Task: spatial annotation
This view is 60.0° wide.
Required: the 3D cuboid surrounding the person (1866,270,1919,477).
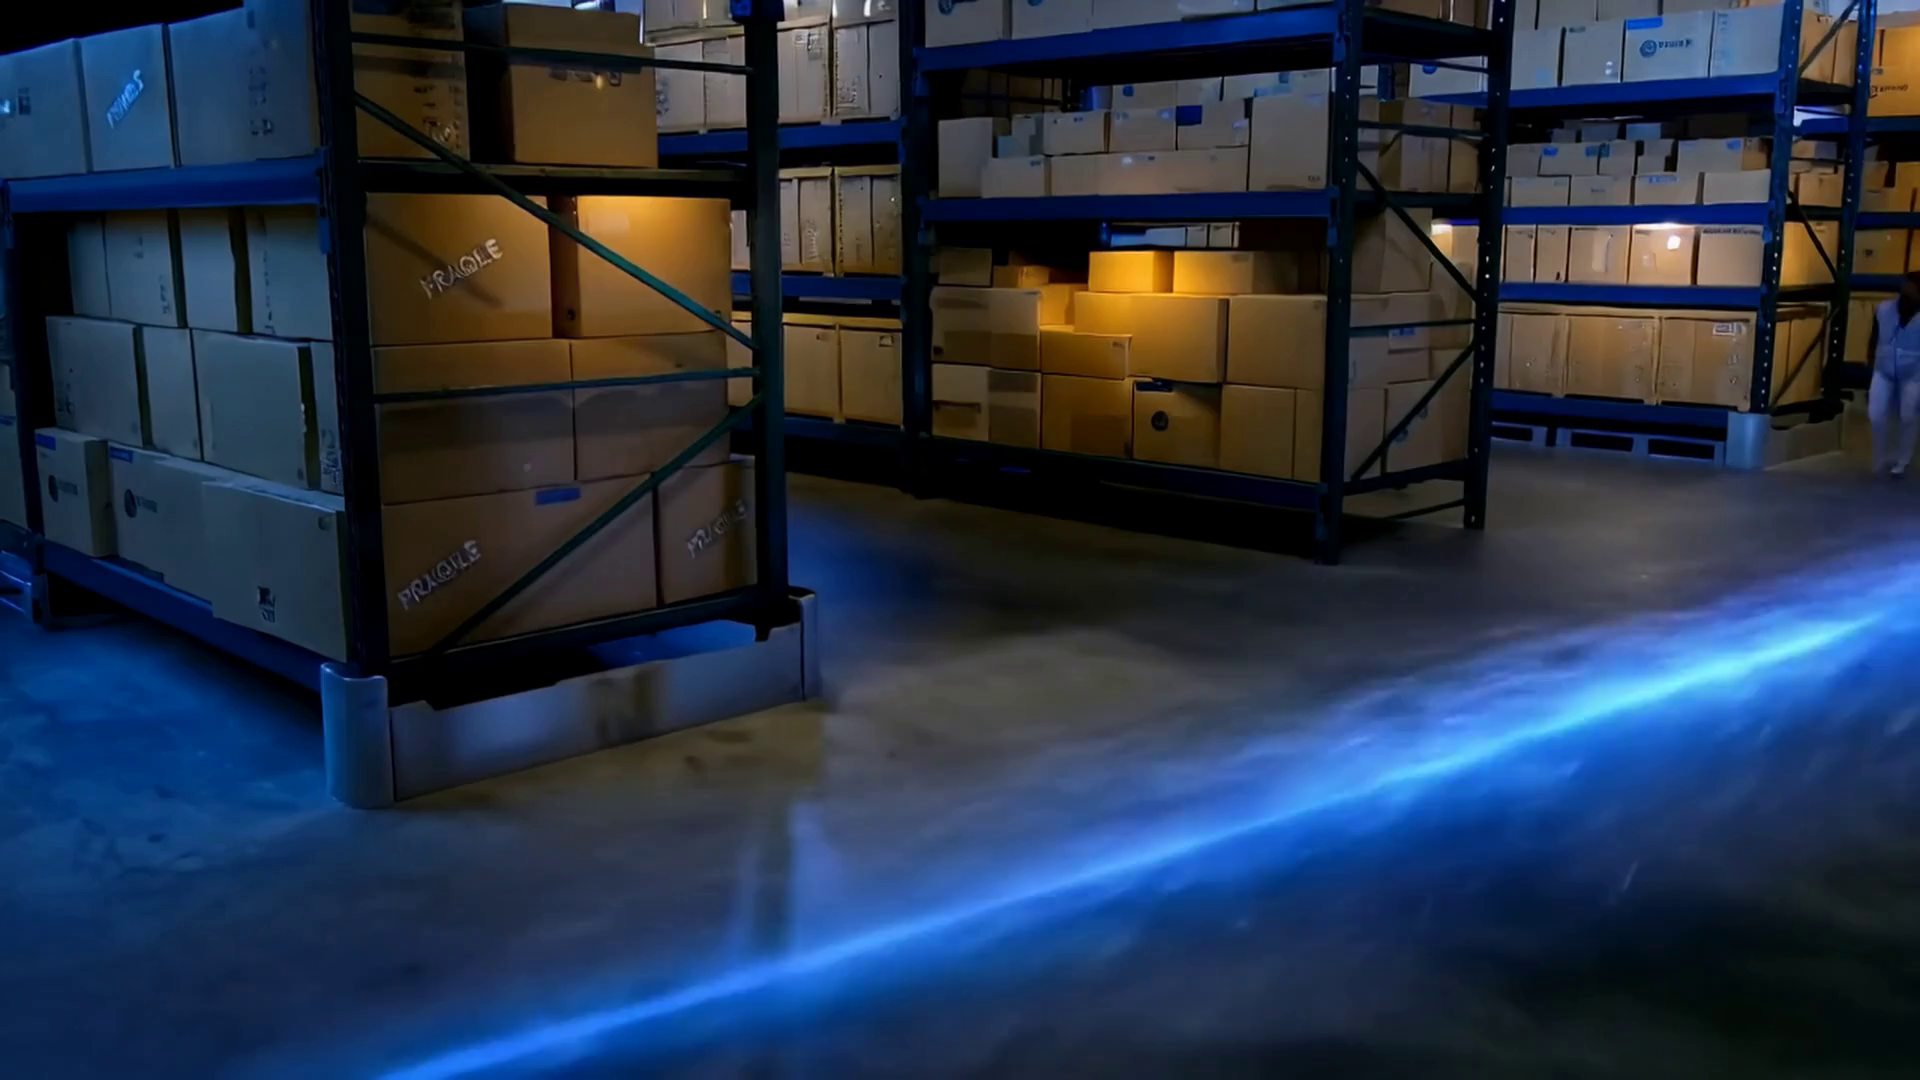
[{"bbox_3d":[8.325,-1.461,14.683,0.646,1.825,0.519,9,14,40],"label":"person"}]
